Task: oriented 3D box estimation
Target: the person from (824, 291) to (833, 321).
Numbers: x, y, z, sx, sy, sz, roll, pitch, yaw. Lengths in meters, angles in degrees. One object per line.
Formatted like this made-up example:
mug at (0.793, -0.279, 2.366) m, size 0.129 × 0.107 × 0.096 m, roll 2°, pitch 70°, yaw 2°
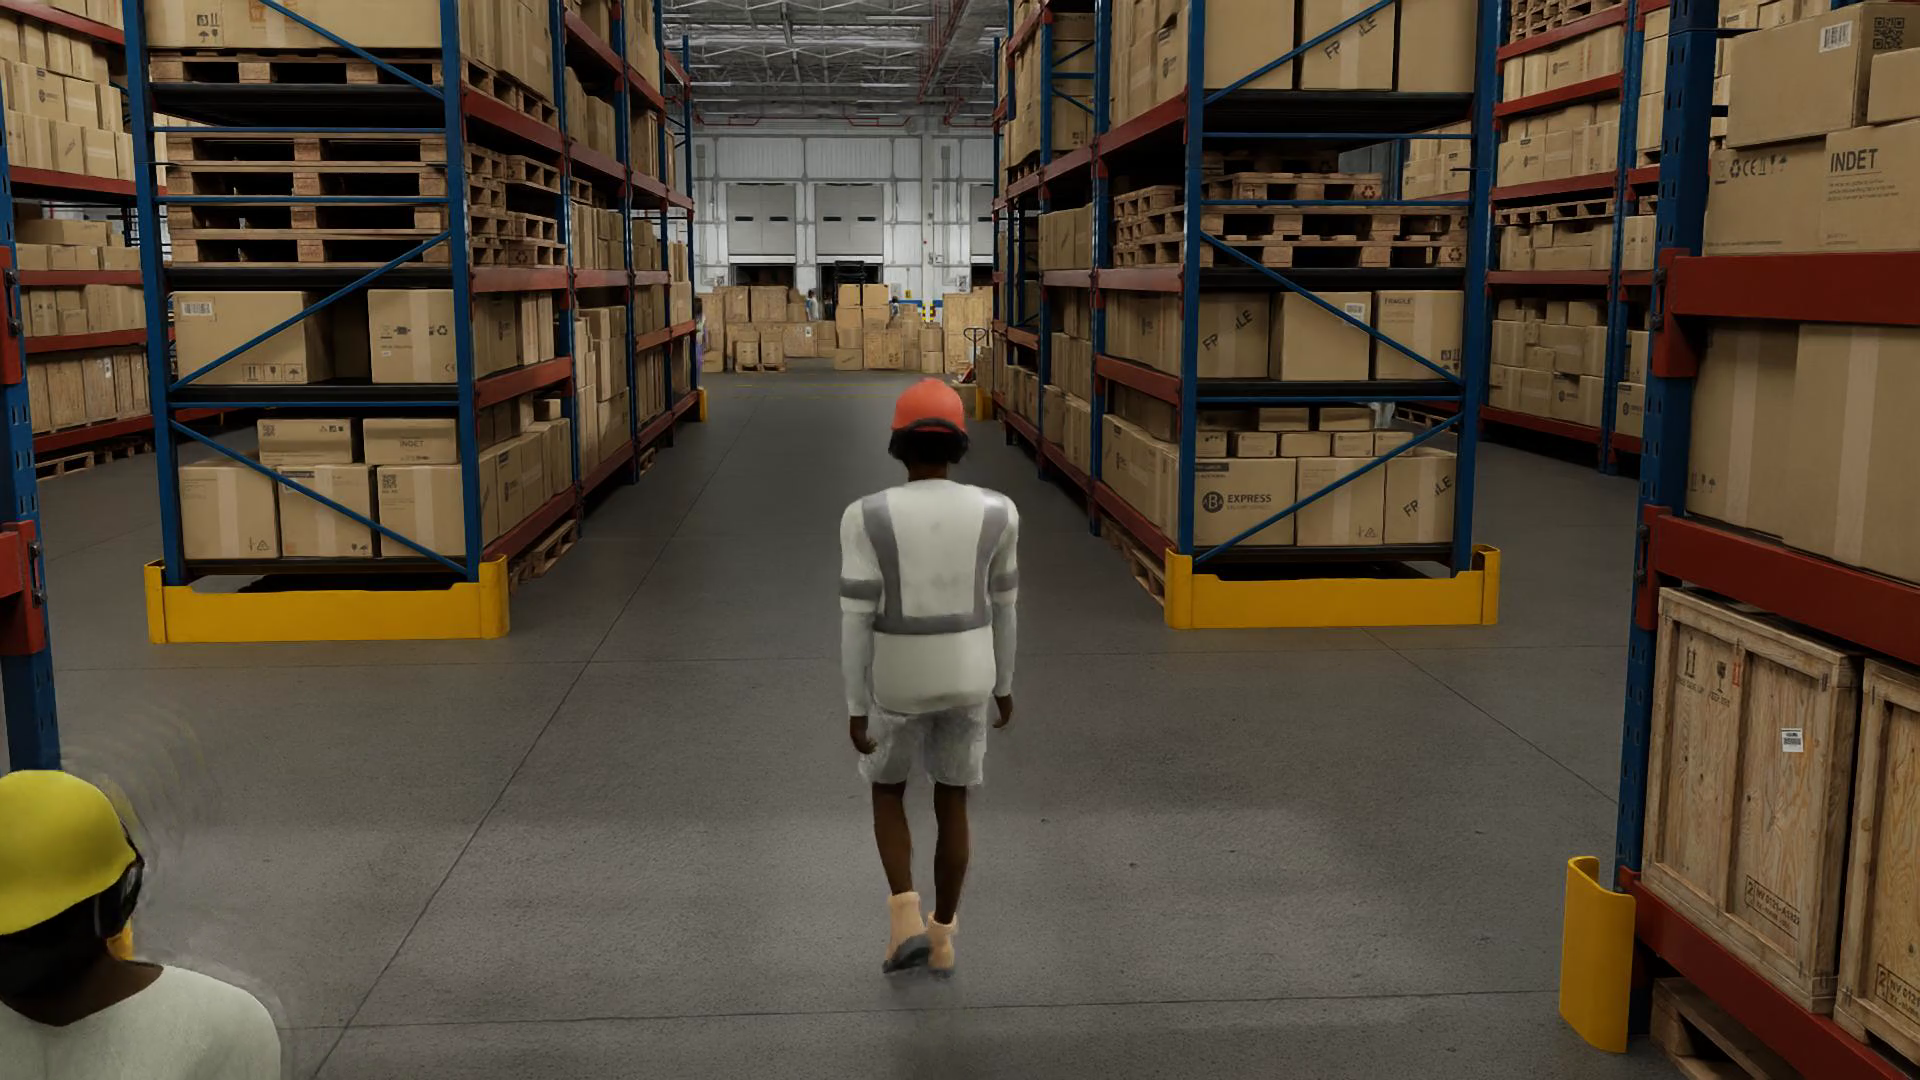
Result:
person at (-4.600, -7.710, 57.616) m, size 0.927 × 1.795 × 0.522 m, roll -9°, pitch 13°, yaw -44°

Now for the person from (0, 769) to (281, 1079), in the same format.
person at (-1.161, 1.144, 2.273) m, size 0.535 × 1.717 × 0.903 m, roll -1°, pitch 9°, yaw -6°

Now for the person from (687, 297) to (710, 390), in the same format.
person at (-5.327, -3.988, 33.920) m, size 0.556 × 1.900 × 0.630 m, roll 4°, pitch 10°, yaw 24°

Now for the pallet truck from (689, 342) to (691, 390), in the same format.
pallet truck at (-5.225, -3.008, 27.480) m, size 1.885 × 1.965 × 0.823 m, roll 2°, pitch 9°, yaw 14°

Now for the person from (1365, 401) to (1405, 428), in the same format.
person at (5.527, -1.881, 21.623) m, size 0.527 × 1.598 × 0.826 m, roll 1°, pitch 9°, yaw 5°

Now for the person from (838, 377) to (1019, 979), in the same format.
person at (-0.099, 0.475, 5.521) m, size 0.614 × 2.023 × 0.453 m, roll -2°, pitch 9°, yaw -11°

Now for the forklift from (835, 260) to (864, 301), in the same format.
forklift at (-3.478, -7.434, 52.512) m, size 1.129 × 2.768 × 1.873 m, roll -1°, pitch 9°, yaw -4°

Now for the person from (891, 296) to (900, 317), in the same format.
person at (-2.228, -7.624, 57.585) m, size 0.315 × 1.640 × 0.515 m, roll 1°, pitch 9°, yaw 6°

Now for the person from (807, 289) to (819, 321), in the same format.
person at (-4.715, -7.150, 53.750) m, size 0.502 × 1.915 × 0.640 m, roll -2°, pitch 9°, yaw -10°

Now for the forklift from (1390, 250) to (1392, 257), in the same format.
forklift at (8.308, -4.112, 31.649) m, size 1.129 × 2.768 × 1.873 m, roll 4°, pitch 10°, yaw 21°
